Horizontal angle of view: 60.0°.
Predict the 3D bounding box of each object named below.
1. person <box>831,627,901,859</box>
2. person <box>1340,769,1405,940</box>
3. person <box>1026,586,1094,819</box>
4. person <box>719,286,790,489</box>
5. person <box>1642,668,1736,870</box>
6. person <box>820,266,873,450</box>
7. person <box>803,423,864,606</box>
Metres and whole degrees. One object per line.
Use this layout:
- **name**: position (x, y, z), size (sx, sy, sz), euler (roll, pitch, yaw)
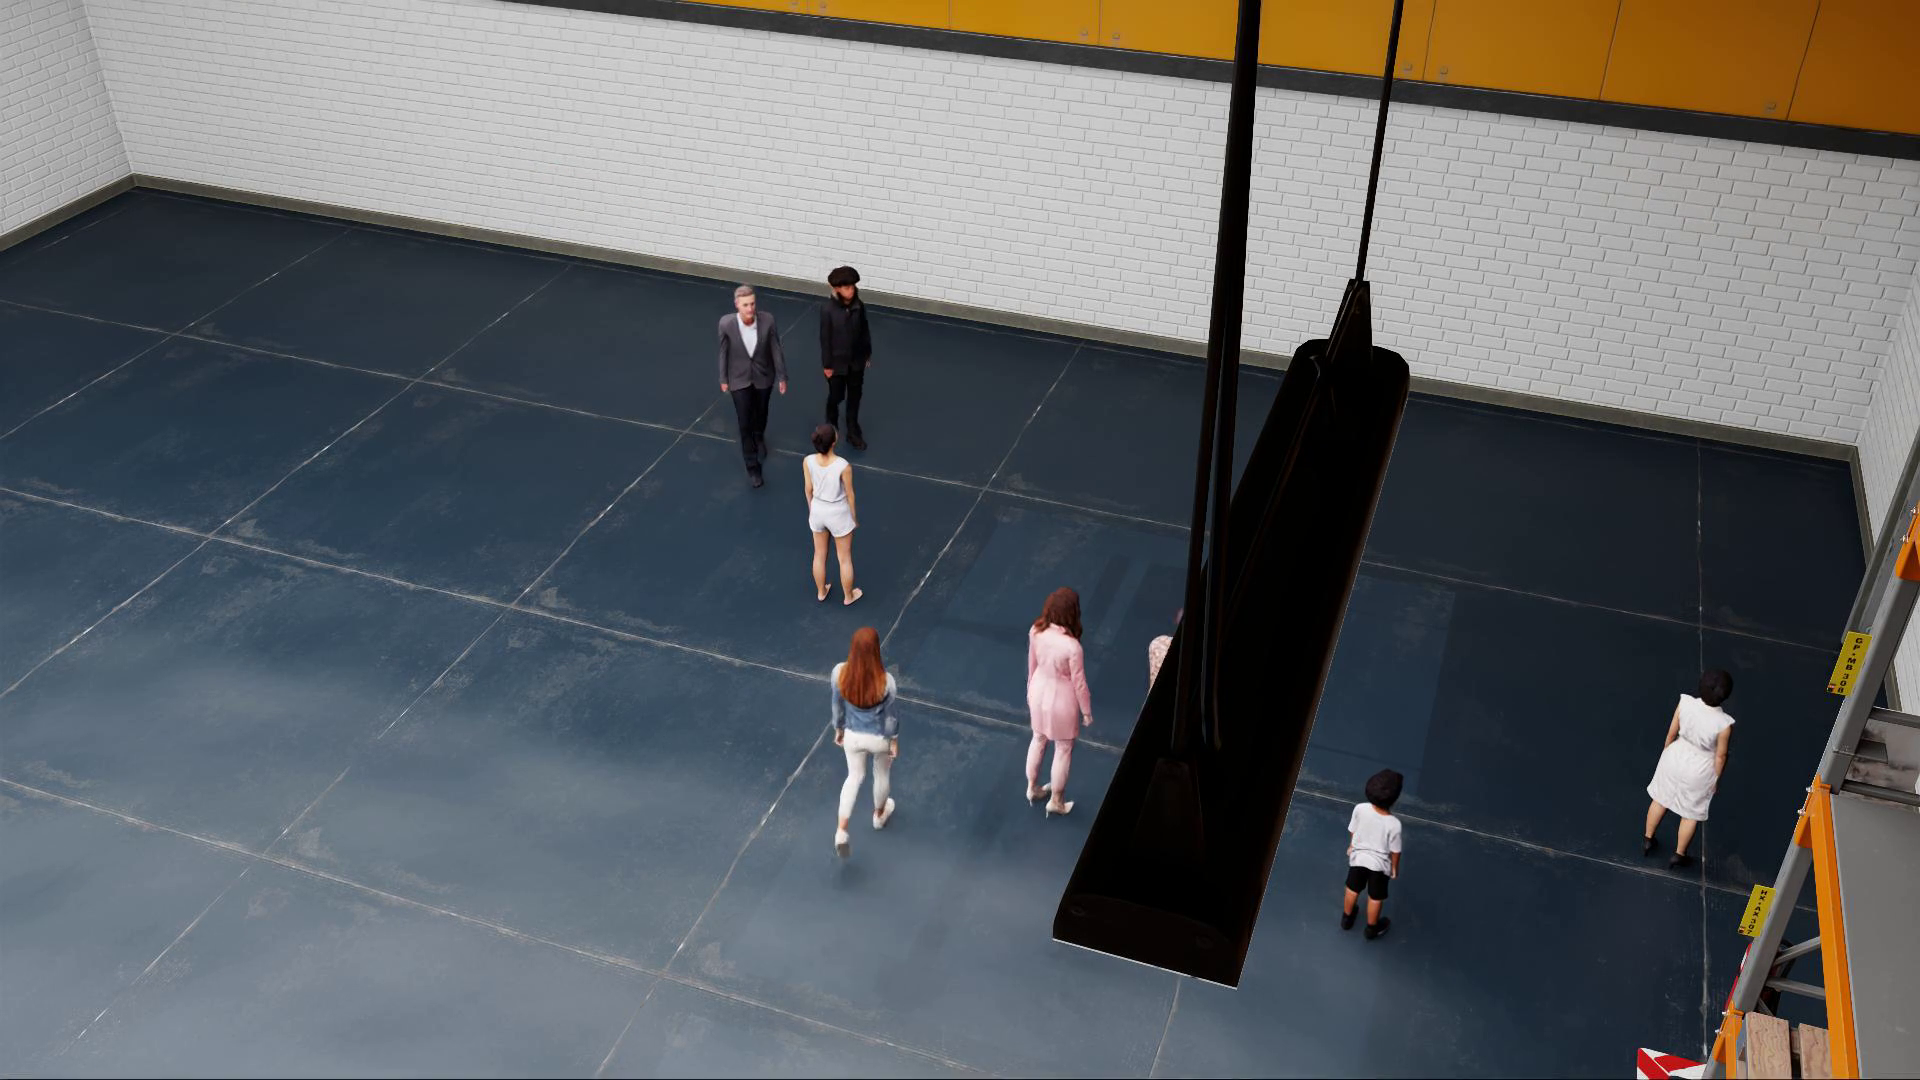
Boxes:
- **person**: position (-0.621, 1.317, 10.674), size (0.632, 1.684, 0.960), euler (10, 35, 15)
- **person**: position (2.519, 1.916, 10.156), size (0.543, 1.259, 0.552), euler (23, 40, 30)
- **person**: position (0.611, 1.092, 10.910), size (0.692, 1.798, 0.674), euler (26, 42, 33)
- **person**: position (-1.856, -1.448, 14.742), size (1.214, 1.786, 1.330), euler (-11, 35, -16)
- **person**: position (4.651, 1.450, 10.591), size (0.656, 1.554, 0.640), euler (-26, 42, -34)
- **person**: position (-1.081, -1.681, 15.108), size (0.875, 1.768, 0.924), euler (-18, 38, -25)
- **person**: position (-1.012, -0.200, 13.031), size (0.559, 1.600, 0.543), euler (11, 35, 15)
